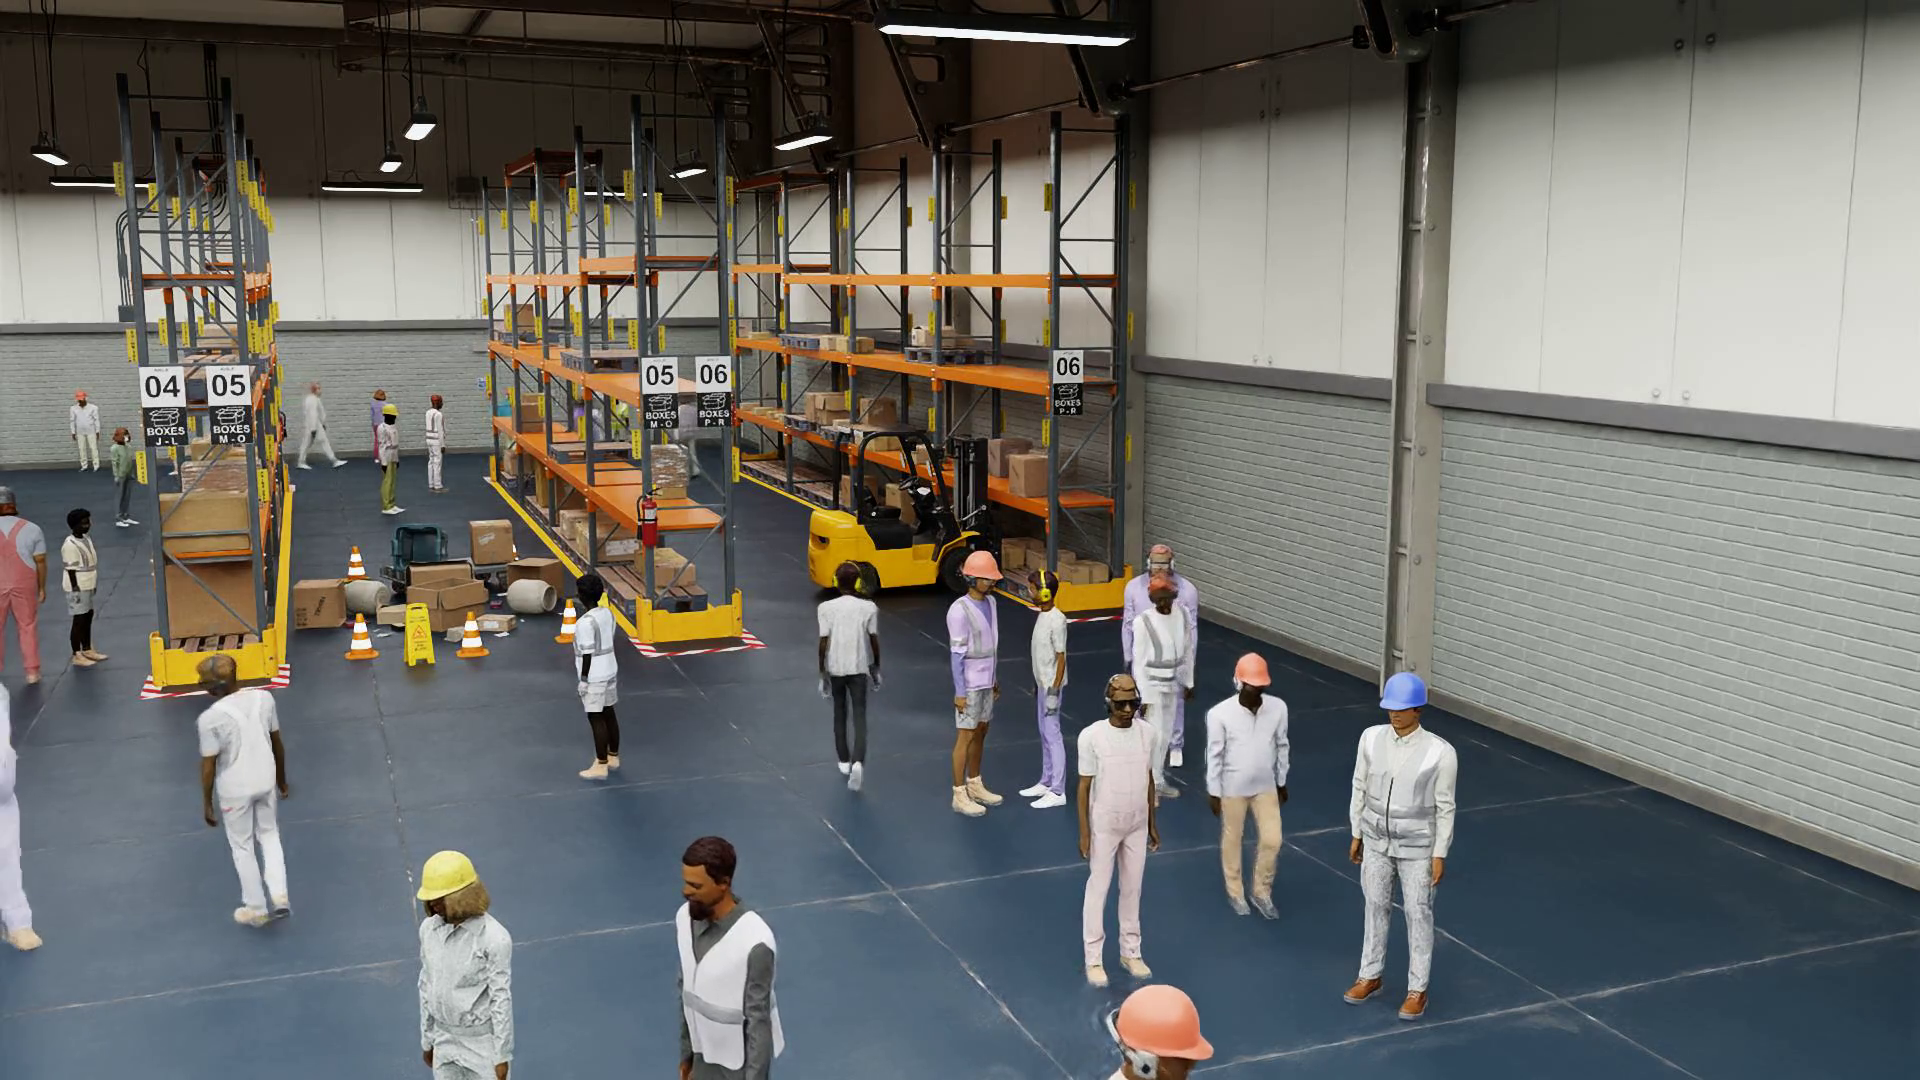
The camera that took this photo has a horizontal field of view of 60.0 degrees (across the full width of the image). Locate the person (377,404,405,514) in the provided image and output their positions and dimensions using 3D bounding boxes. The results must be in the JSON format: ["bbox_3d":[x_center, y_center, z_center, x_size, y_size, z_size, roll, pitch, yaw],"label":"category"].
[{"bbox_3d":[-9.891,-1.404,28.879,0.391,1.918,0.580,1,9,3],"label":"person"}]

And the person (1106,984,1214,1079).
[{"bbox_3d":[0.635,2.342,5.199,0.995,1.939,0.605,4,10,24],"label":"person"}]

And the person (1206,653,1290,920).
[{"bbox_3d":[1.866,1.580,10.642,0.597,1.731,0.547,-2,9,-12],"label":"person"}]

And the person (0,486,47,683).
[{"bbox_3d":[-9.616,0.450,16.813,0.687,2.000,0.536,-6,11,-34],"label":"person"}]

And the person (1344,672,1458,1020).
[{"bbox_3d":[2.460,1.689,9.307,0.605,1.949,0.384,7,12,39],"label":"person"}]

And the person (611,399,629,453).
[{"bbox_3d":[-7.387,-2.389,35.808,0.550,1.671,0.624,-1,9,-5],"label":"person"}]

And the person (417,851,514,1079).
[{"bbox_3d":[-2.115,2.152,7.082,0.489,1.731,0.324,4,10,26],"label":"person"}]

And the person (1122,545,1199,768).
[{"bbox_3d":[1.671,0.975,13.980,0.642,1.899,0.398,2,9,15],"label":"person"}]

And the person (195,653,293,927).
[{"bbox_3d":[-4.462,1.582,10.416,0.495,1.819,0.587,6,11,34],"label":"person"}]

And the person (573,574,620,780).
[{"bbox_3d":[-2.995,1.117,13.683,0.320,1.698,0.538,2,9,13],"label":"person"}]

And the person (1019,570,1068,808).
[{"bbox_3d":[0.669,1.152,12.953,0.326,1.865,0.519,-2,9,-12],"label":"person"}]

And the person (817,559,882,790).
[{"bbox_3d":[-0.893,1.076,13.504,0.523,1.843,0.886,0,9,-3],"label":"person"}]

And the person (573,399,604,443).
[{"bbox_3d":[-7.226,-1.915,32.404,0.639,1.814,0.603,2,9,12],"label":"person"}]

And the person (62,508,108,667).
[{"bbox_3d":[-9.304,0.501,17.607,0.319,1.689,0.539,-1,9,-8],"label":"person"}]

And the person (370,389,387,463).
[{"bbox_3d":[-12.772,-2.508,36.707,0.507,1.632,0.275,4,10,24],"label":"person"}]

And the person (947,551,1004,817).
[{"bbox_3d":[0.151,1.088,12.795,0.389,2.039,0.616,5,10,28],"label":"person"}]

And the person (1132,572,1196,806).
[{"bbox_3d":[1.547,1.144,12.986,0.639,1.864,0.404,-8,12,-42],"label":"person"}]

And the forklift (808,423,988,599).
[{"bbox_3d":[-0.830,-0.399,21.676,2.313,2.155,1.214,-4,10,-21],"label":"forklift"}]

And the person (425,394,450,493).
[{"bbox_3d":[-9.995,-1.837,31.737,0.348,1.878,0.580,-8,12,-41],"label":"person"}]

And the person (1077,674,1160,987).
[{"bbox_3d":[0.928,1.677,9.704,0.516,1.844,0.332,-4,10,-21],"label":"person"}]

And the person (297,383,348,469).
[{"bbox_3d":[-13.726,-2.437,35.589,1.026,1.849,0.666,-6,11,-32],"label":"person"}]

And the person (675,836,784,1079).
[{"bbox_3d":[-0.939,2.113,6.779,0.394,1.909,0.587,-8,12,-43],"label":"person"}]

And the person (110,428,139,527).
[{"bbox_3d":[-13.820,-1.043,27.487,0.285,1.633,0.501,1,9,6],"label":"person"}]

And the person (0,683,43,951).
[{"bbox_3d":[-6.167,1.494,10.242,0.993,2.000,0.692,5,10,30],"label":"person"}]

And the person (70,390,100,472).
[{"bbox_3d":[-18.407,-2.285,34.987,0.577,1.737,0.355,-2,9,-10],"label":"person"}]

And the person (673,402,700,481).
[{"bbox_3d":[-5.581,-2.099,33.675,0.619,1.772,0.946,-7,12,-38],"label":"person"}]
